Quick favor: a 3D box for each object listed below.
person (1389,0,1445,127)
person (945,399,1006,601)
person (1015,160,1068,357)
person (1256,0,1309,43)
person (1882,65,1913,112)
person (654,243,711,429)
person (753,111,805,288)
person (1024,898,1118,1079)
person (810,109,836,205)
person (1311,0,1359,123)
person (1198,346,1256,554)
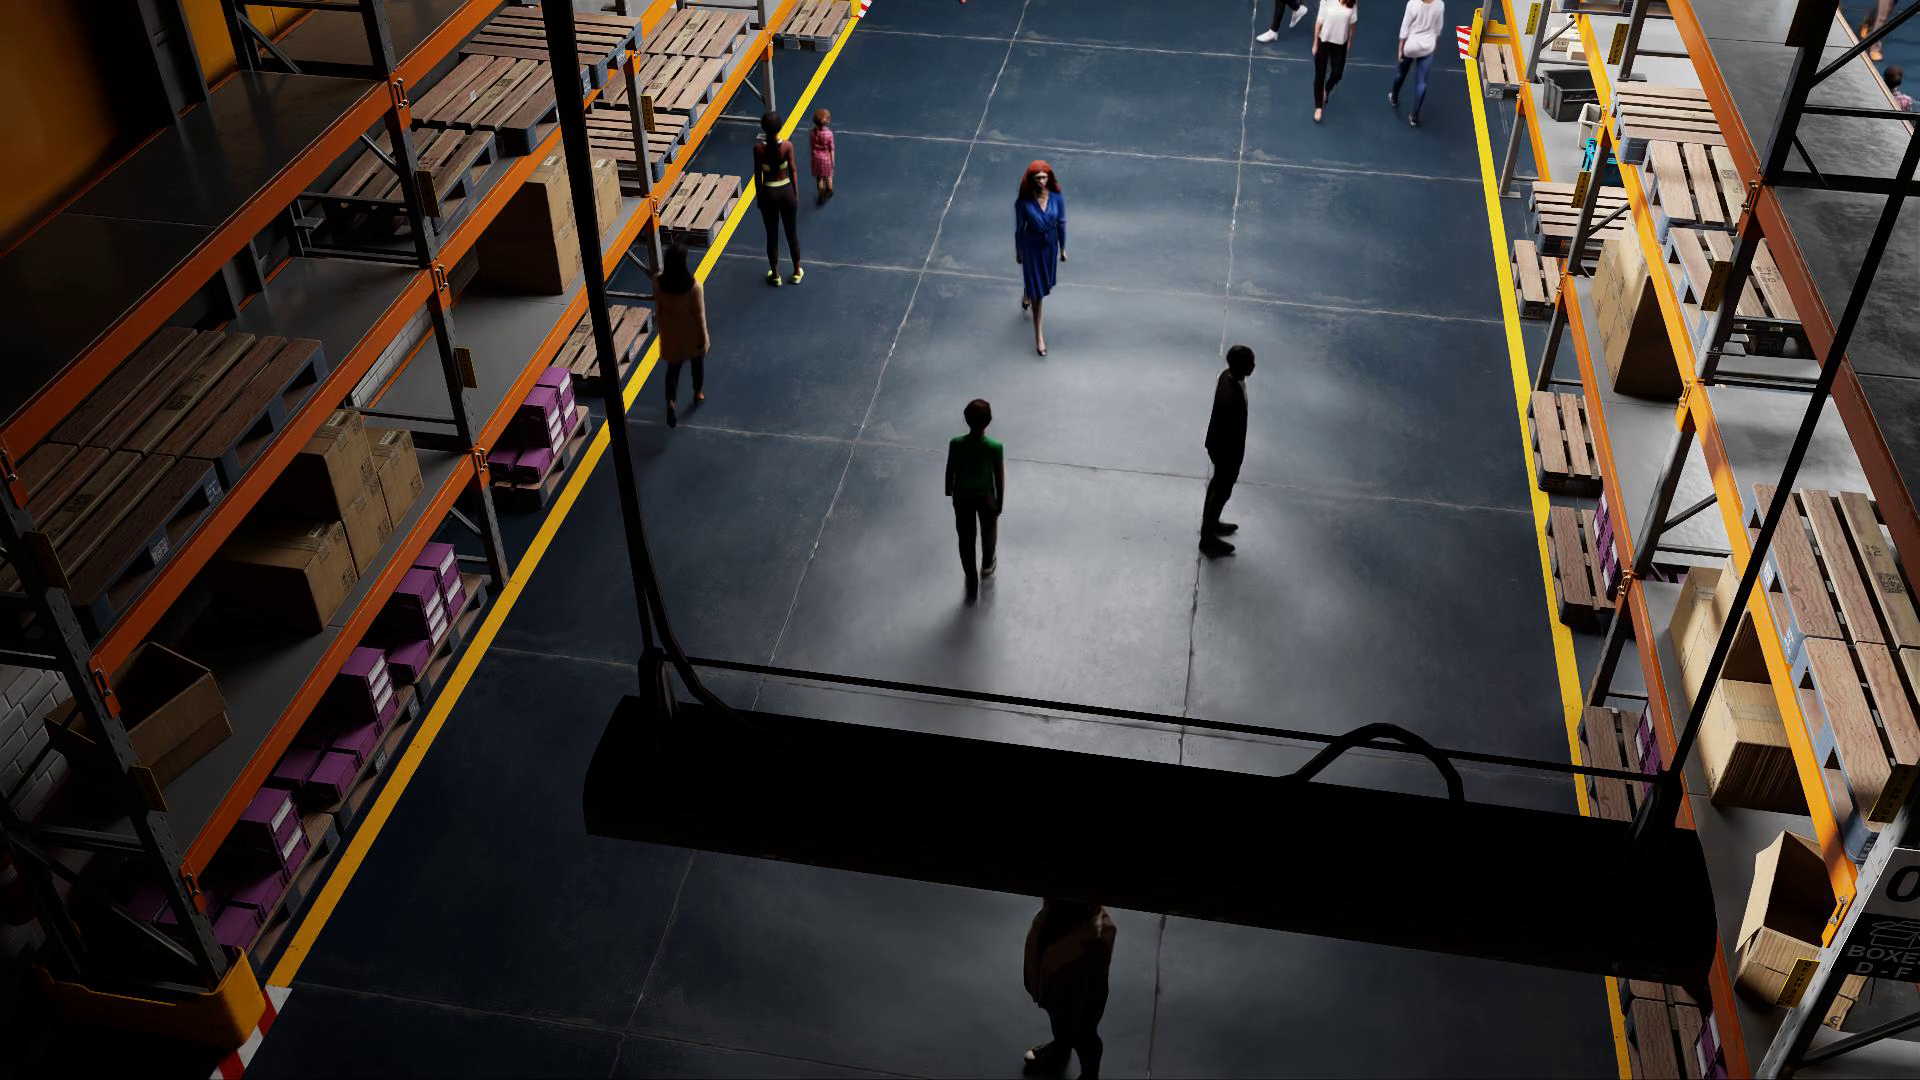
[{"bbox_3d":[5.191,-5.526,18.770,0.668,1.686,1.004,5,39,6],"label":"person"},{"bbox_3d":[0.110,-0.256,12.210,0.669,1.638,0.839,-1,39,-1],"label":"person"},{"bbox_3d":[0.711,-2.624,15.049,0.931,1.794,1.189,-10,40,-13],"label":"person"},{"bbox_3d":[4.106,-7.170,20.647,1.067,1.914,1.074,-15,41,-18],"label":"person"},{"bbox_3d":[9.115,-3.857,16.639,0.825,1.738,1.017,0,39,0],"label":"person"},{"bbox_3d":[-2.367,-1.690,13.991,0.618,1.656,0.970,7,39,9],"label":"person"},{"bbox_3d":[-1.736,-3.246,15.861,0.626,1.754,0.613,-7,39,-8],"label":"person"},{"bbox_3d":[0.614,2.282,8.828,0.874,1.891,0.798,-18,42,-21],"label":"person"},{"bbox_3d":[-1.453,-3.996,17.395,0.424,1.010,0.494,5,39,7],"label":"person"},{"bbox_3d":[4.189,-5.640,18.836,0.677,1.783,0.741,2,39,2],"label":"person"},{"bbox_3d":[2.013,-0.696,12.631,0.730,1.800,0.532,3,39,4],"label":"person"}]
